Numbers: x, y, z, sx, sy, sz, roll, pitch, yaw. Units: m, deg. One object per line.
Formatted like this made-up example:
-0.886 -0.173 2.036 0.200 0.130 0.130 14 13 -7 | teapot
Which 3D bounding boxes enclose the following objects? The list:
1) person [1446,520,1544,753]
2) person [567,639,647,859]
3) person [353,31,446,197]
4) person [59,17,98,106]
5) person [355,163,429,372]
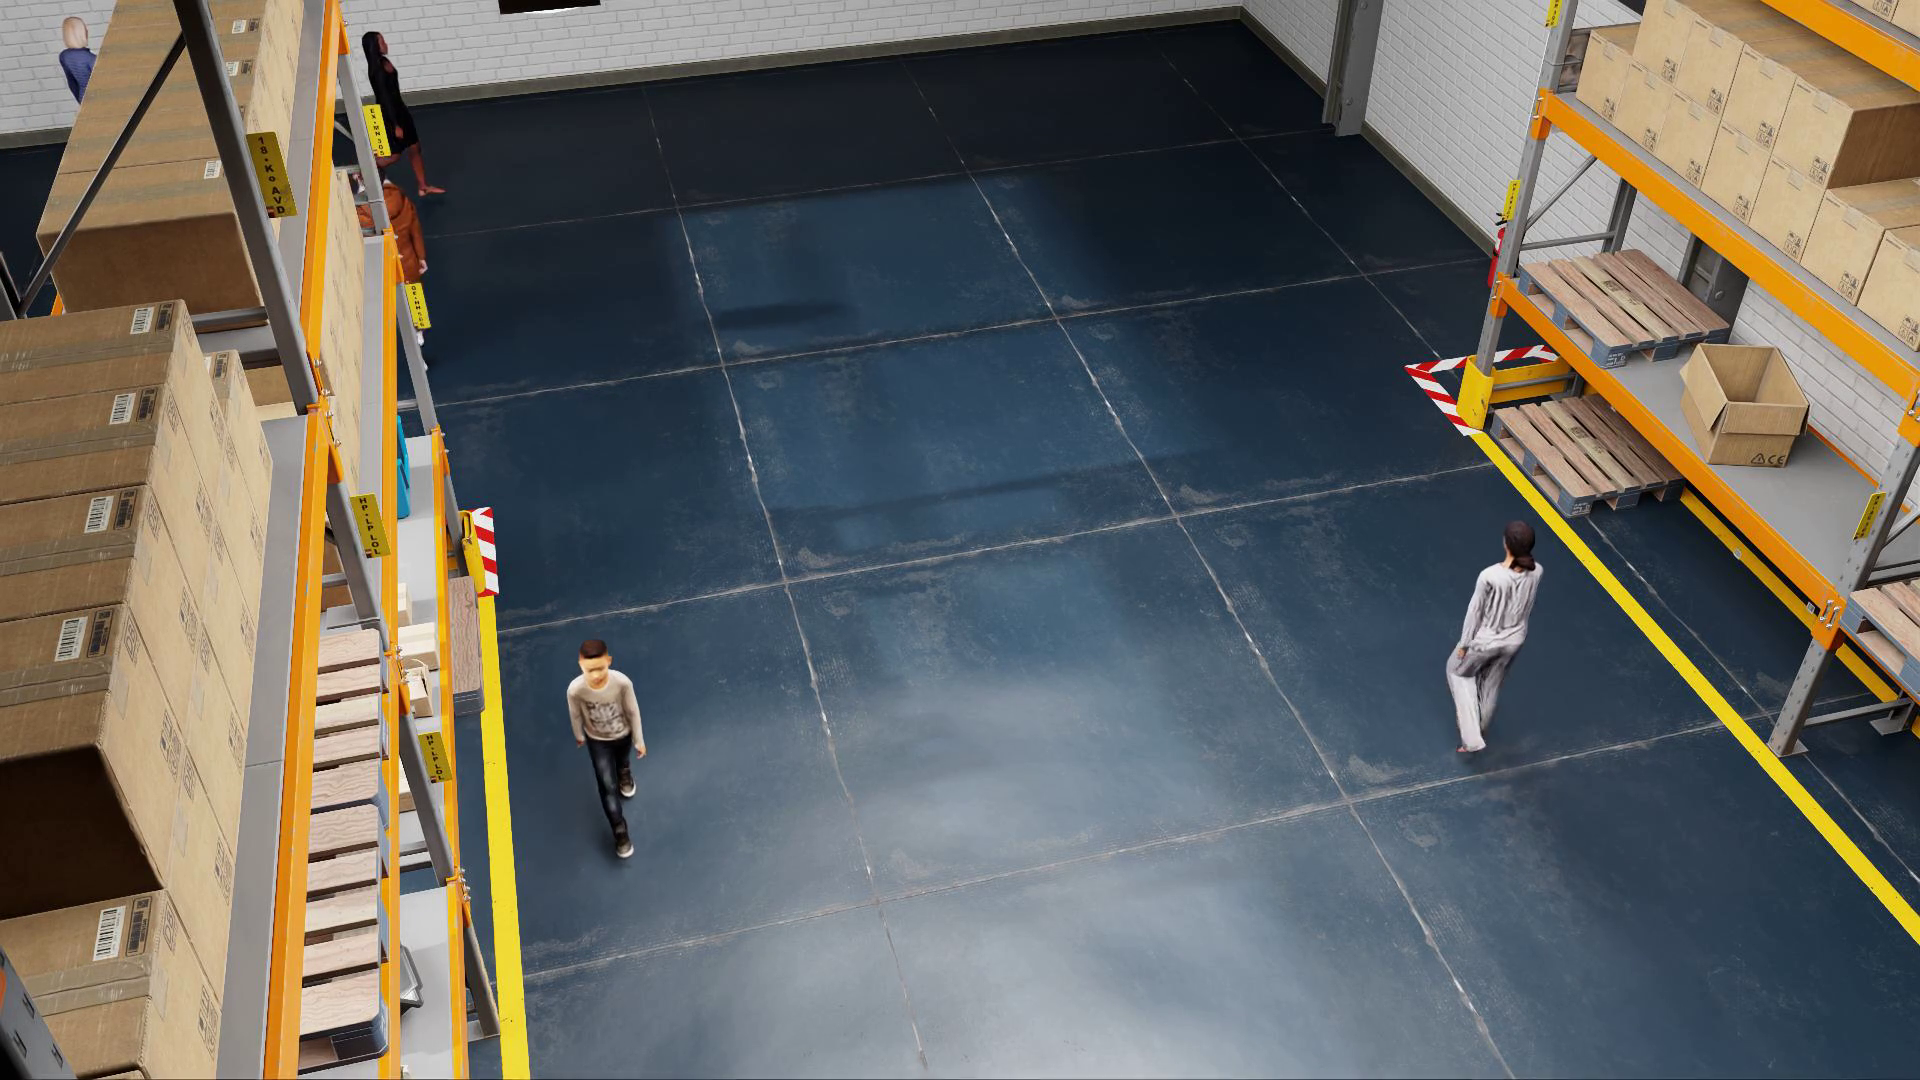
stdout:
3.295 0.665 10.137 0.644 1.763 0.730 -5 39 -6 | person
-2.082 1.092 9.872 0.599 1.426 1.012 -13 40 -16 | person
-5.575 -4.063 16.112 0.813 1.695 1.037 -3 39 -4 | person
-8.461 -4.273 16.338 0.724 1.740 0.736 12 40 15 | person
-4.621 -2.214 13.702 0.914 1.813 1.031 -27 46 -29 | person
